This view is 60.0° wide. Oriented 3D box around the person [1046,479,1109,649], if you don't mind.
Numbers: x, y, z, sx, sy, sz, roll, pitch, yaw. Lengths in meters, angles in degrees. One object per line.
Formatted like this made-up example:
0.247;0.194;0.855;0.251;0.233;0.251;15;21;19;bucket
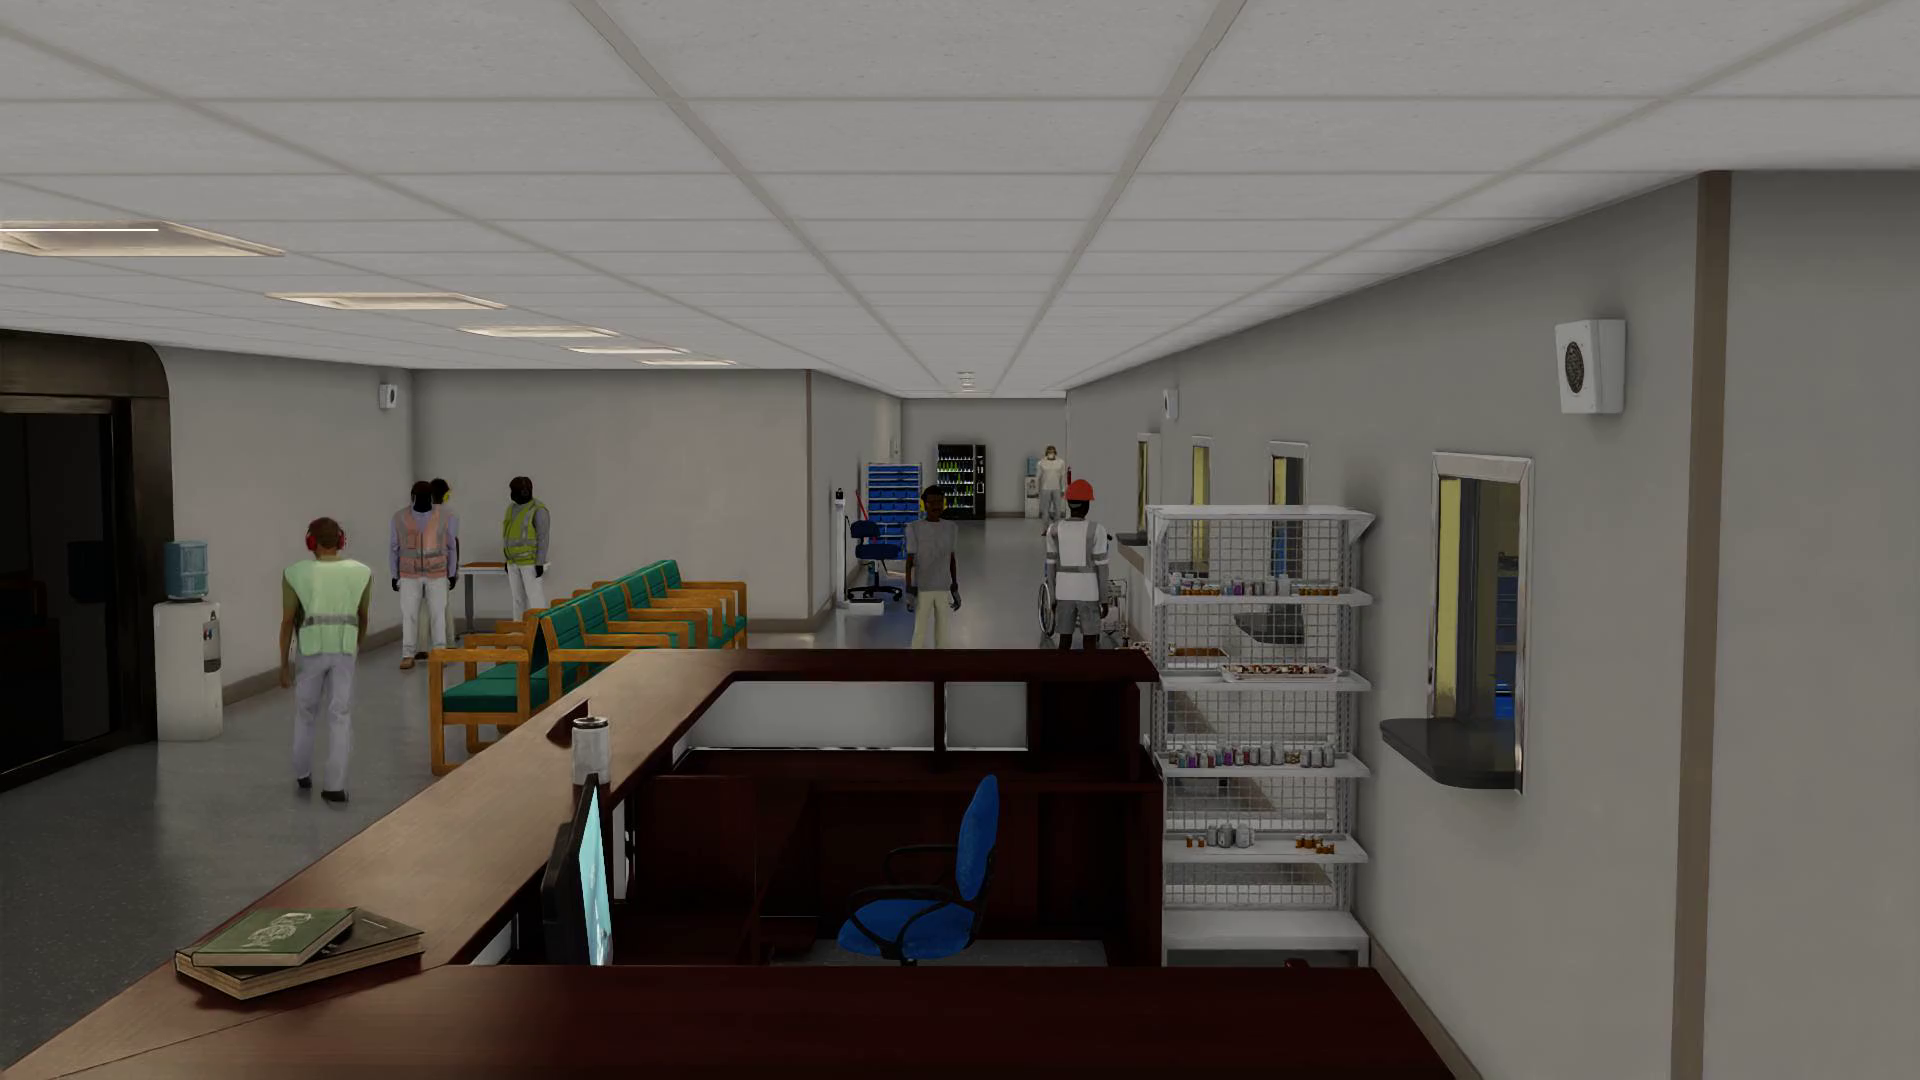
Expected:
0.996;0.459;13.951;0.544;1.939;0.354;2;4;24;person

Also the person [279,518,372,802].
-4.117;0.760;10.774;0.602;1.793;0.848;-3;5;-31;person

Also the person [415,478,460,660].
-5.357;0.293;16.920;0.559;1.851;0.375;-3;5;-38;person

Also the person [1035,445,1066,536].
1.914;-1.039;35.078;0.644;1.925;0.368;0;4;-3;person

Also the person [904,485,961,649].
-0.236;0.448;14.592;0.533;1.869;0.311;-2;5;-26;person

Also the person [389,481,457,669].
-5.248;0.342;16.263;0.634;1.842;0.429;-1;4;-14;person

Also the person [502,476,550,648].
-4.671;0.235;17.805;0.619;1.839;0.430;3;5;37;person
